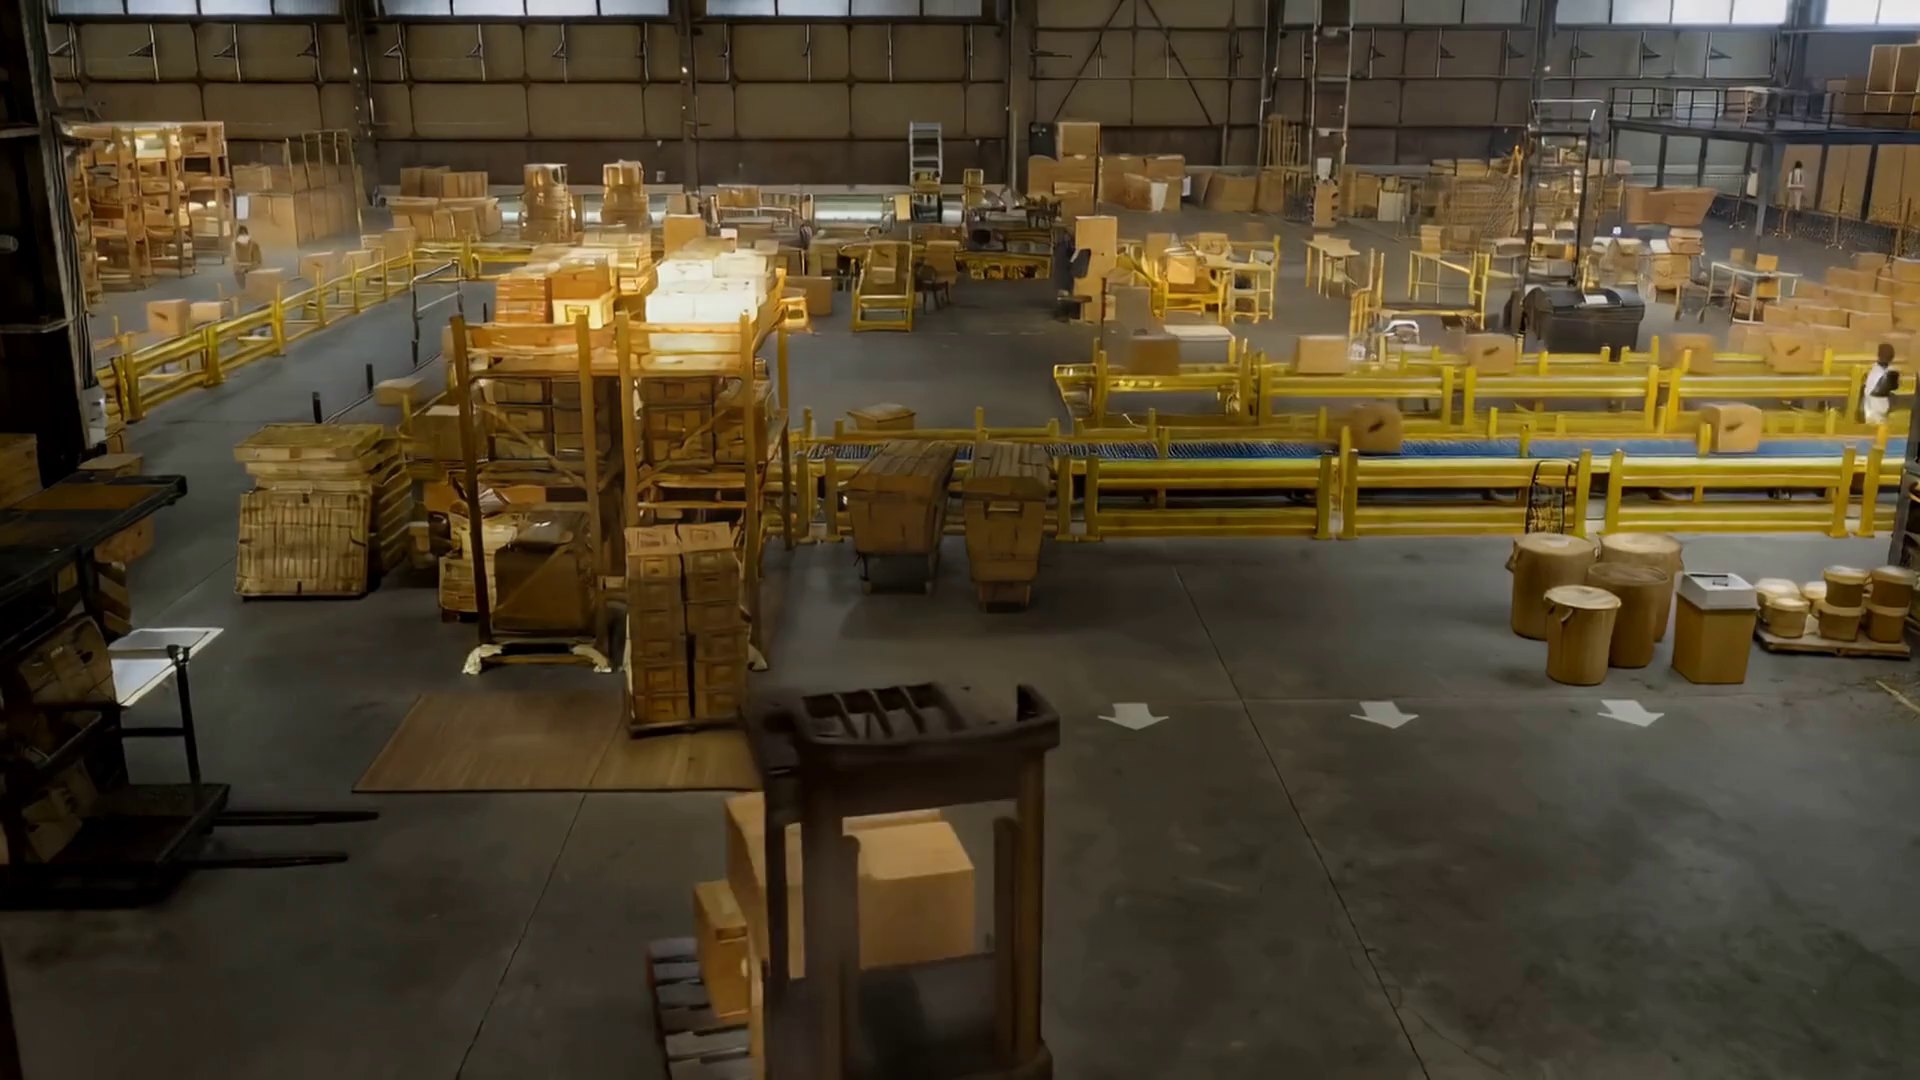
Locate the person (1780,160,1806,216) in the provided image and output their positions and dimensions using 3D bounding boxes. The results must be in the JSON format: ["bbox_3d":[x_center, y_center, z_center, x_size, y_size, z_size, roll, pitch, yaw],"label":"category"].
[{"bbox_3d":[28.268,-11.928,56.382,0.608,1.835,0.974,0,16,1],"label":"person"}]

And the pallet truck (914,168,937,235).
[{"bbox_3d":[-0.989,-10.316,50.507,0.823,1.965,1.885,1,16,3],"label":"pallet truck"}]

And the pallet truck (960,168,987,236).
[{"bbox_3d":[0.383,-10.230,50.206,0.823,1.965,1.885,-1,16,-3],"label":"pallet truck"}]

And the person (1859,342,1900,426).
[{"bbox_3d":[11.684,-1.680,21.050,0.714,1.672,0.530,0,16,1],"label":"person"}]

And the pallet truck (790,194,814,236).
[{"bbox_3d":[-4.814,-9.883,50.259,0.704,1.261,1.522,-1,16,-3],"label":"pallet truck"}]

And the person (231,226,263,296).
[{"bbox_3d":[-14.643,-5.510,34.125,0.620,1.809,0.732,-2,16,-9],"label":"person"}]

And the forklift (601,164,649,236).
[{"bbox_3d":[-9.948,-10.127,49.296,1.157,1.987,2.680,-1,16,-3],"label":"forklift"}]

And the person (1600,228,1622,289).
[{"bbox_3d":[13.454,-5.559,34.379,0.526,1.772,0.303,-8,18,-26],"label":"person"}]

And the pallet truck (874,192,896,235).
[{"bbox_3d":[-2.277,-9.986,50.594,0.653,1.274,1.630,0,16,-1],"label":"pallet truck"}]

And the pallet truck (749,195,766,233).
[{"bbox_3d":[-6.051,-9.967,50.660,0.680,1.201,1.601,0,16,-1],"label":"pallet truck"}]

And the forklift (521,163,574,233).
[{"bbox_3d":[-12.233,-10.122,49.298,1.157,1.987,2.680,0,16,-1],"label":"forklift"}]

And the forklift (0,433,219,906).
[{"bbox_3d":[-5.952,0.780,10.366,1.873,2.768,1.129,0,16,-1],"label":"forklift"}]

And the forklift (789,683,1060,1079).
[{"bbox_3d":[-0.127,1.937,6.342,1.129,2.768,1.873,-4,17,-14],"label":"forklift"}]
